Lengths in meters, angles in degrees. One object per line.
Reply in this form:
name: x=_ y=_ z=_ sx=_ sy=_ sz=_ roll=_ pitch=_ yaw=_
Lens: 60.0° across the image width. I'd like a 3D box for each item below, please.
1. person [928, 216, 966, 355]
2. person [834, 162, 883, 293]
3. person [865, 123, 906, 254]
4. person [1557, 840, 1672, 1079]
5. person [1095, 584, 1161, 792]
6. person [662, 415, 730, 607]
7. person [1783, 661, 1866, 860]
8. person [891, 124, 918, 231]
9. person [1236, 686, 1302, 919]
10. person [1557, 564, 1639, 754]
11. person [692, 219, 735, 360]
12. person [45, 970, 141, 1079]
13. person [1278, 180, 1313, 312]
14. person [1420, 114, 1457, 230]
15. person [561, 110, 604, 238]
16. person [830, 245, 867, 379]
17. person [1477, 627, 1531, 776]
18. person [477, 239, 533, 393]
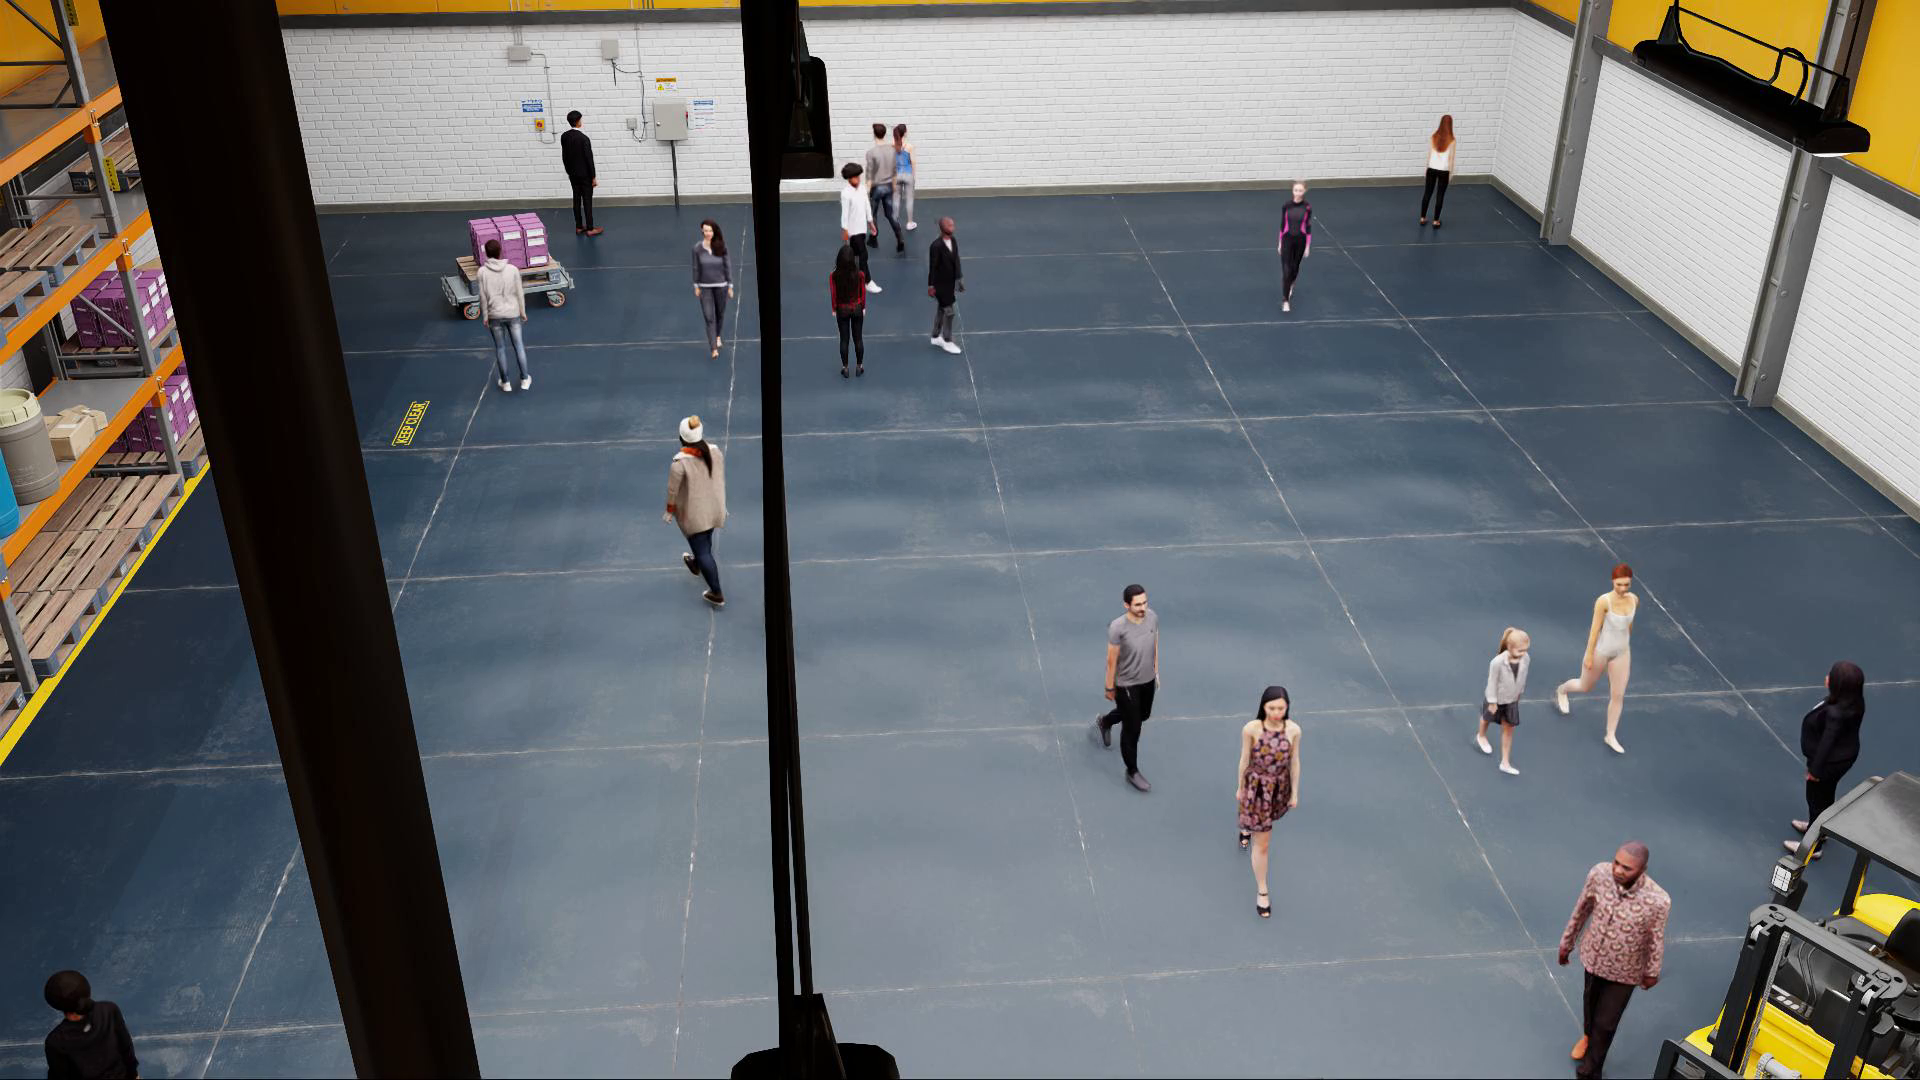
person: x=-0.283 y=-3.253 z=21.054 sx=0.946 sy=1.742 sz=0.896 roll=18 pitch=33 yaw=29
person: x=-1.496 y=-4.342 z=23.012 sx=1.122 sy=1.778 sz=1.142 roll=17 pitch=33 yaw=28
person: x=-1.102 y=-5.103 z=24.303 sx=1.023 sy=1.877 sz=1.249 roll=-16 pitch=32 yaw=-27
person: x=4.097 y=2.565 z=10.350 sx=1.086 sy=1.777 sz=1.062 roll=-24 pitch=37 yaw=-37
person: x=1.317 y=1.078 z=13.119 sx=0.953 sy=1.736 sz=1.105 roll=-20 pitch=35 yaw=-32
person: x=-2.376 y=-0.253 z=15.446 sx=1.117 sy=1.845 sz=1.256 roll=-23 pitch=36 yaw=-35
person: x=6.433 y=1.606 z=12.282 sx=0.819 sy=1.611 sz=0.753 roll=20 pitch=34 yaw=32
person: x=-0.870 y=-5.540 z=25.383 sx=0.621 sy=1.609 sz=0.620 roll=6 pitch=29 yaw=10
person: x=2.171 y=1.761 z=11.865 sx=0.616 sy=1.738 sz=1.137 roll=-2 pitch=29 yaw=-3
person: x=5.229 y=0.889 z=13.594 sx=0.676 sy=1.613 sz=1.053 roll=-7 pitch=29 yaw=-13
person: x=-3.114 y=-3.199 z=20.977 sx=0.738 sy=1.721 sz=1.106 roll=-6 pitch=29 yaw=-11
person: x=-4.838 y=3.129 z=9.438 sx=0.756 sy=1.661 sz=0.668 roll=15 pitch=32 yaw=26
person: x=4.521 y=-4.006 z=22.484 sx=0.794 sy=1.694 sz=1.227 roll=5 pitch=29 yaw=10
person: x=7.315 y=-5.643 z=25.459 sx=0.650 sy=1.719 sz=0.702 roll=20 pitch=34 yaw=32
person: x=-5.737 y=-5.539 z=25.096 sx=0.775 sy=1.884 sz=0.764 roll=14 pitch=32 yaw=24
person: x=-1.342 y=-2.788 z=20.288 sx=0.599 sy=1.657 sz=0.527 roll=-5 pitch=29 yaw=-9
person: x=4.331 y=1.219 z=13.376 sx=0.512 sy=1.244 sz=0.832 roll=-4 pitch=29 yaw=-8
person: x=-5.466 y=-2.689 z=19.907 sx=0.736 sy=1.850 sz=0.673 roll=-11 pitch=30 yaw=-19
